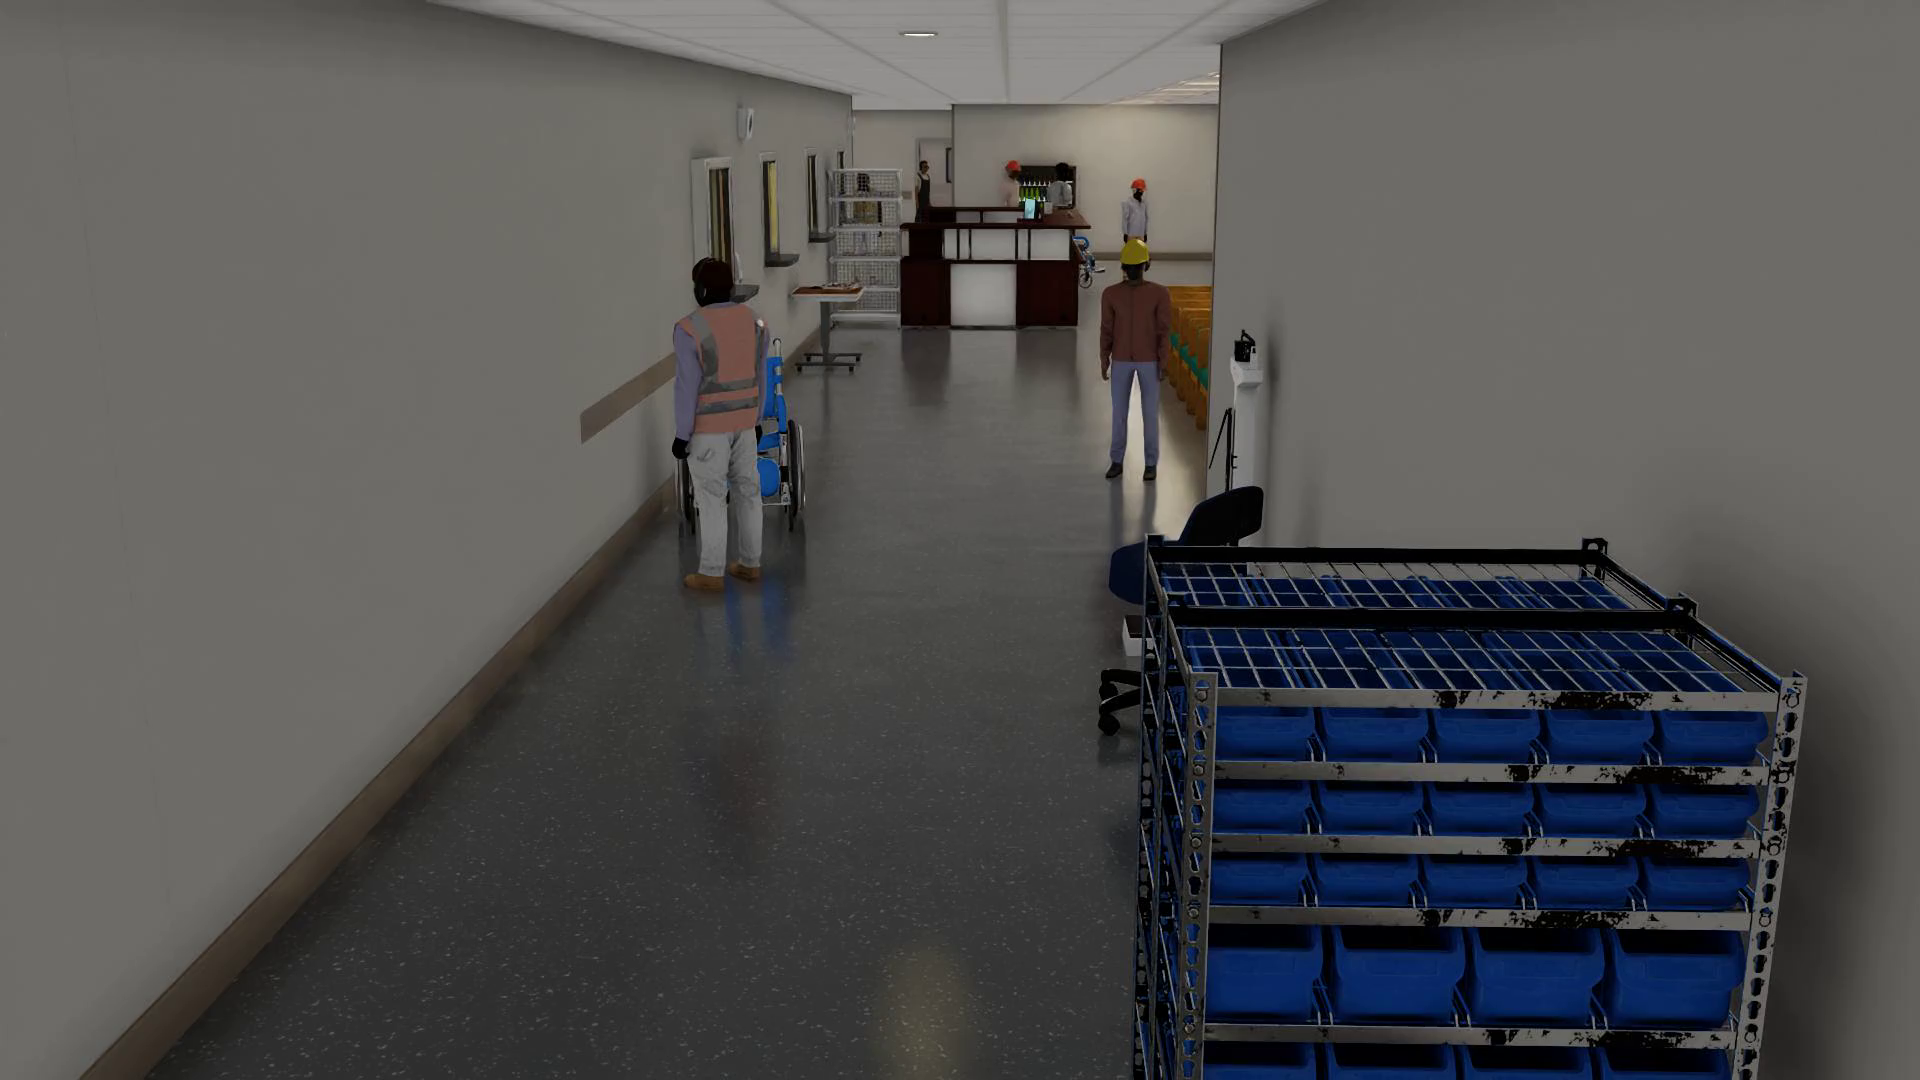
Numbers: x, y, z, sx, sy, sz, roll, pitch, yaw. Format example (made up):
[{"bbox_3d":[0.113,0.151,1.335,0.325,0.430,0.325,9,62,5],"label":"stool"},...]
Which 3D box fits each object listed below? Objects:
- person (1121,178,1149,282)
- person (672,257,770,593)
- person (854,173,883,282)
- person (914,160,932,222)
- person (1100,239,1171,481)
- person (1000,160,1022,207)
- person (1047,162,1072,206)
[{"bbox_3d":[2.918,-5.100,27.537,0.564,1.743,0.351,-10,17,-36],"label":"person"},{"bbox_3d":[-1.339,-0.631,9.201,0.430,1.845,0.619,13,19,42],"label":"person"},{"bbox_3d":[-1.613,-5.245,27.926,0.634,1.841,0.429,-1,14,-3],"label":"person"},{"bbox_3d":[-0.850,-7.779,38.195,0.345,1.847,0.506,11,18,38],"label":"person"},{"bbox_3d":[1.268,-1.304,12.110,0.518,1.756,0.344,4,14,14],"label":"person"},{"bbox_3d":[0.987,-6.032,30.846,0.610,1.969,0.643,10,17,35],"label":"person"},{"bbox_3d":[1.794,-5.686,29.456,0.367,1.966,0.607,-10,17,-36],"label":"person"}]
